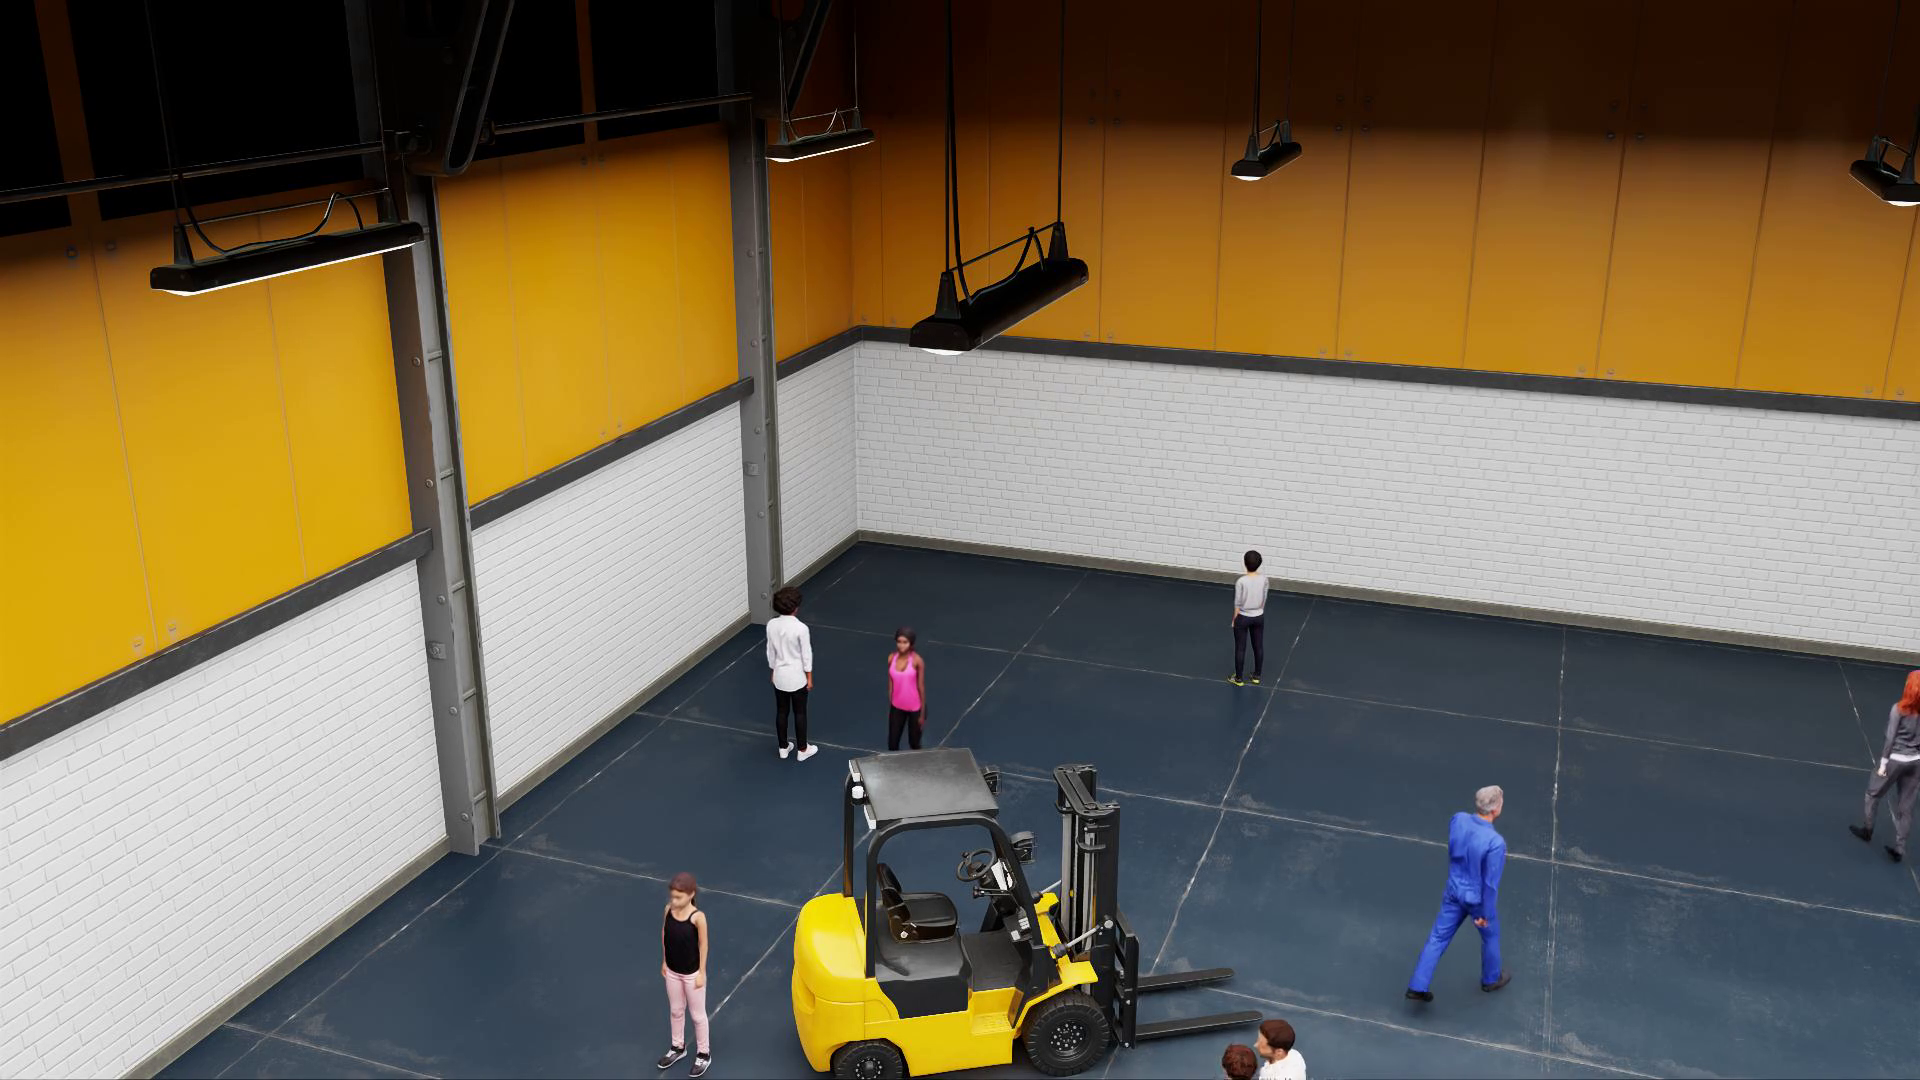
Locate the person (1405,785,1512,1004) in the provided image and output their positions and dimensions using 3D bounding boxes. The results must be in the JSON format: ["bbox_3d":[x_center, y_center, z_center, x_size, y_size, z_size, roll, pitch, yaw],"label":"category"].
[{"bbox_3d":[3.767,2.720,12.551,1.317,1.777,1.159,-12,22,-32],"label":"person"}]

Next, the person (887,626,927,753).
[{"bbox_3d":[-0.467,1.599,15.990,0.574,1.708,0.609,5,19,15],"label":"person"}]

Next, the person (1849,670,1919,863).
[{"bbox_3d":[8.352,2.022,14.655,0.813,1.757,0.924,-2,19,-5],"label":"person"}]

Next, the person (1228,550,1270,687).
[{"bbox_3d":[3.213,0.856,18.439,0.617,1.554,0.656,-6,20,-17],"label":"person"}]

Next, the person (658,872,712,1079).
[{"bbox_3d":[-1.959,3.065,11.861,0.538,1.566,0.530,8,20,24],"label":"person"}]

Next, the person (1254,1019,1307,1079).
[{"bbox_3d":[1.968,3.639,9.764,1.045,1.816,1.284,15,24,37],"label":"person"}]

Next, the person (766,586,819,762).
[{"bbox_3d":[-1.700,1.330,16.630,0.619,1.809,0.554,7,20,21],"label":"person"}]
